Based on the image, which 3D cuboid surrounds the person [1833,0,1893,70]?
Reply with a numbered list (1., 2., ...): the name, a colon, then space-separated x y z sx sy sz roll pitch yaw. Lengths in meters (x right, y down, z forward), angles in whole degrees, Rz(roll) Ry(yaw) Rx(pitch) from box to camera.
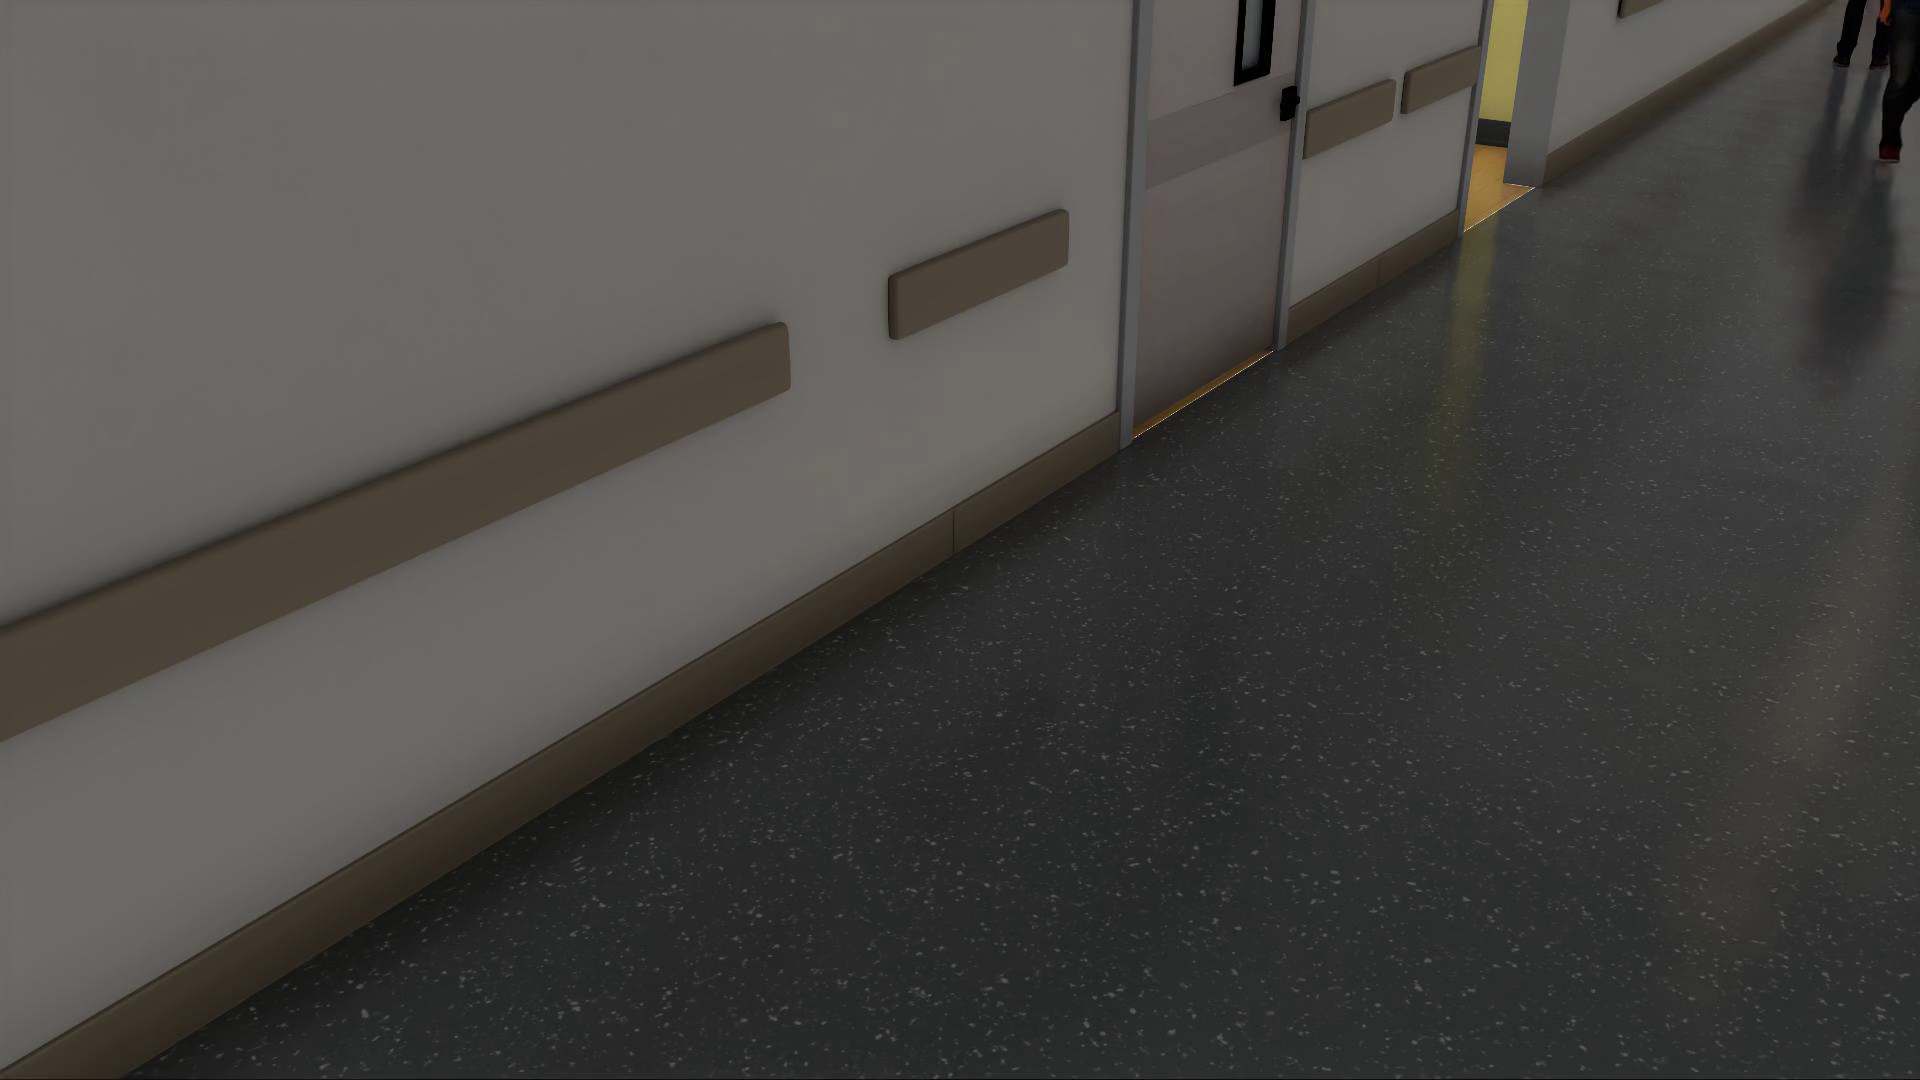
1. person: 7.185 -4.626 12.900 0.662 1.847 0.854 12 28 24
